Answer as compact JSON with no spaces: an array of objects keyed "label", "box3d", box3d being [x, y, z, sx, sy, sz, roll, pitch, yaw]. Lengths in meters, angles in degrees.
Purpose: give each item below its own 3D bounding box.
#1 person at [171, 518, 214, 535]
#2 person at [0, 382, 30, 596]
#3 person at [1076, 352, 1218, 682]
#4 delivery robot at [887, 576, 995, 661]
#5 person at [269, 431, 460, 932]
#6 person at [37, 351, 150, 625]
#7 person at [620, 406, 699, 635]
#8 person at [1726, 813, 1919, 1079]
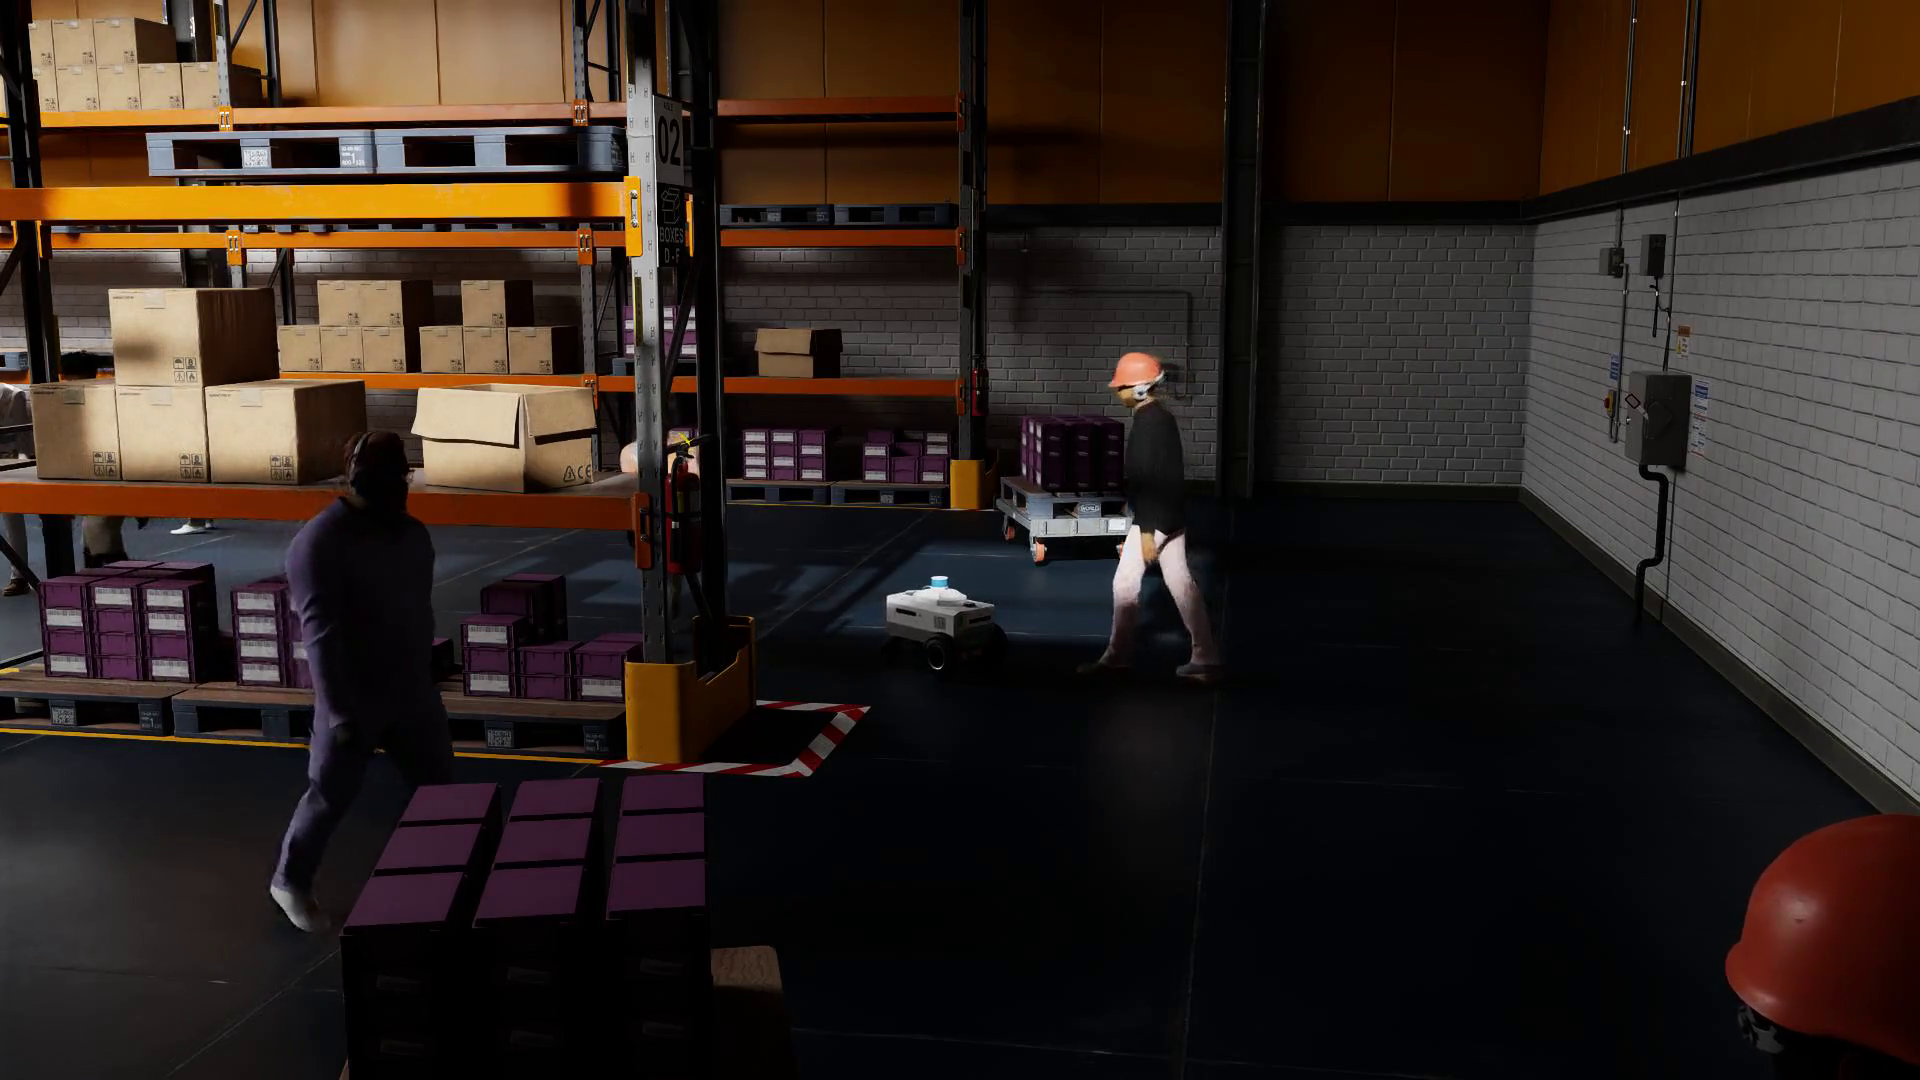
[{"label":"person","box3d":[-7.140,-1.008,15.297,0.386,1.922,0.594,-1,9,-5]},{"label":"person","box3d":[-7.223,-0.521,12.392,0.572,1.887,0.356,0,9,1]},{"label":"person","box3d":[1.138,-0.123,9.731,0.818,1.954,0.654,4,10,24]},{"label":"delivery robot","box3d":[-0.123,0.463,10.121,0.477,0.478,0.707,-9,13,-43]},{"label":"person","box3d":[-2.114,0.535,5.943,0.995,1.861,0.642,5,10,29]},{"label":"person","box3d":[-5.588,-0.258,10.723,1.046,1.904,0.610,2,9,9]},{"label":"person","box3d":[-1.915,-0.109,10.700,0.521,1.609,0.778,-3,10,-18]},{"label":"person","box3d":[0.814,1.193,1.600,0.366,1.935,0.552,3,10,19]}]
